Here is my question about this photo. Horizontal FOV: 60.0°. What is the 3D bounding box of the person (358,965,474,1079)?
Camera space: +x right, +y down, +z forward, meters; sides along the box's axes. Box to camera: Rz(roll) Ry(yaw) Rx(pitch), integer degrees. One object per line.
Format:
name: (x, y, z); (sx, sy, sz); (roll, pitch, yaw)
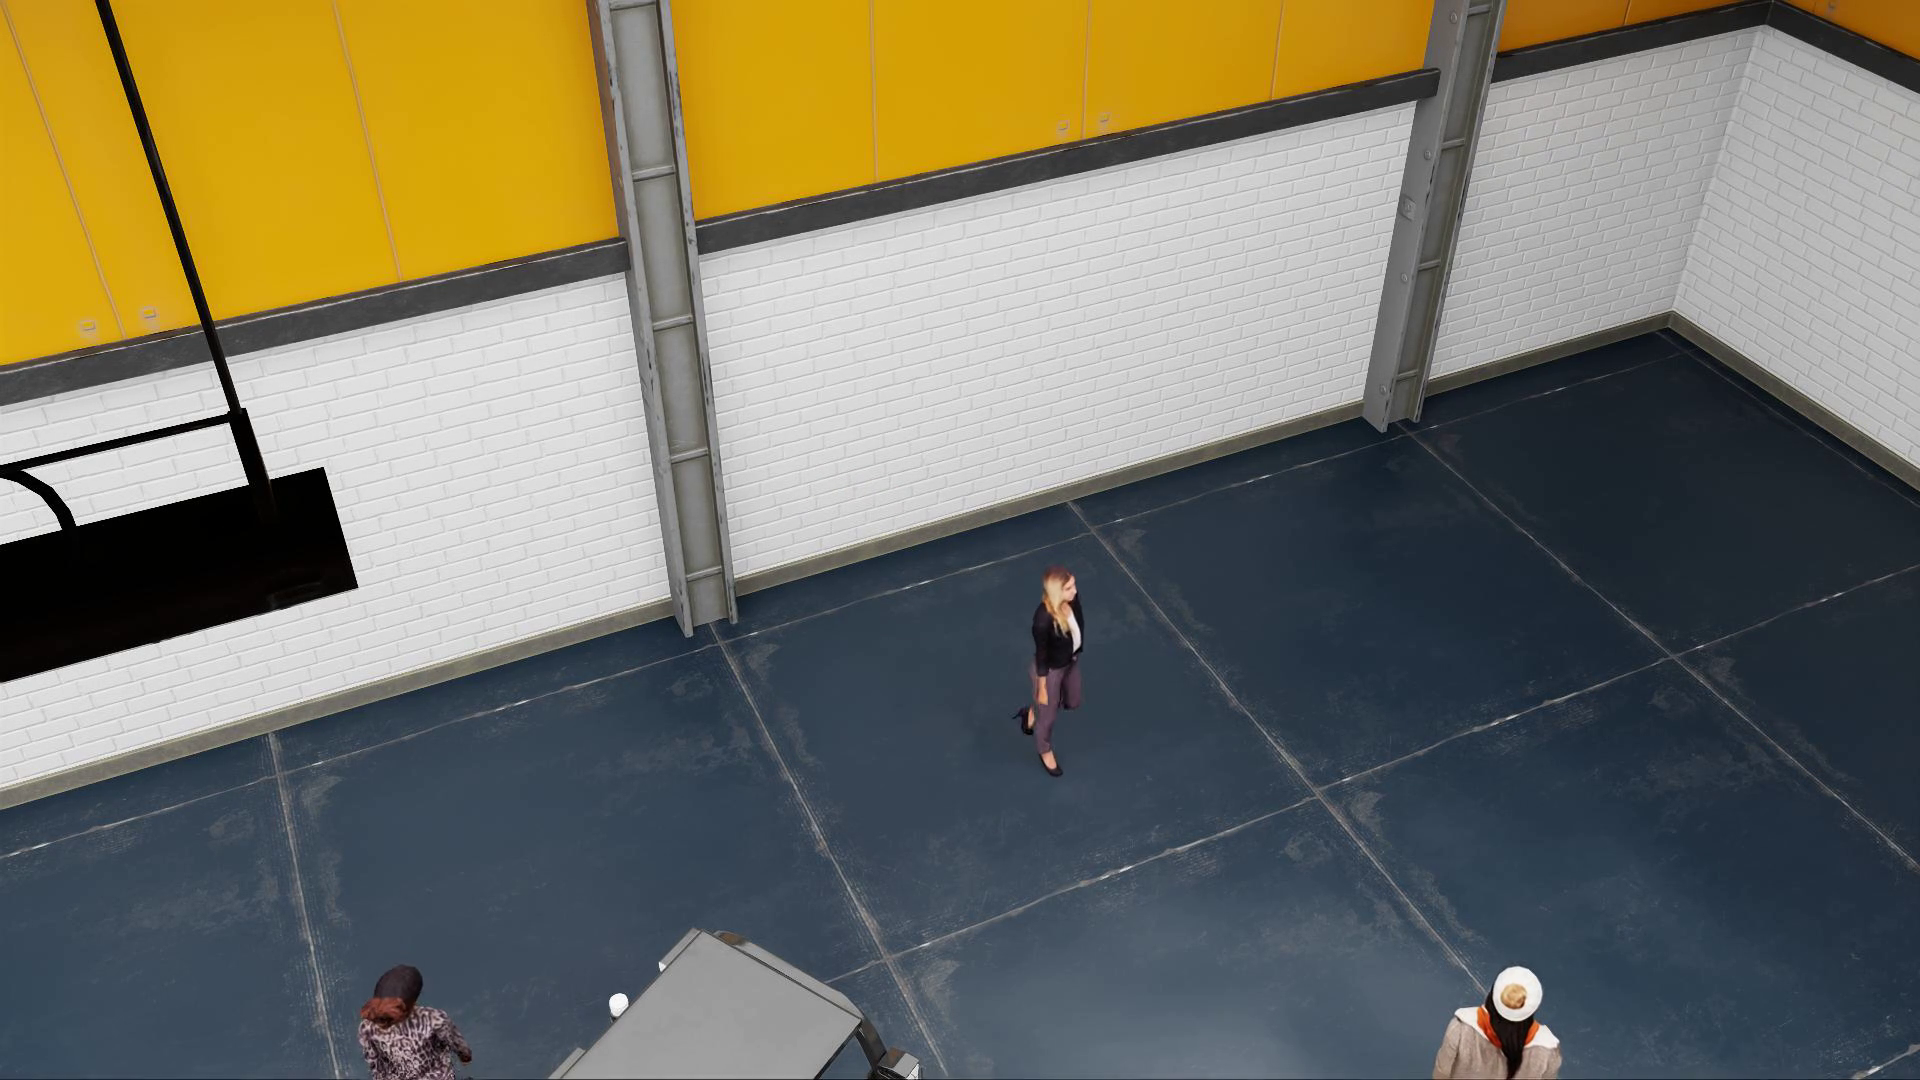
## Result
person: (-2.554, 2.721, 7.929); (1.212, 1.654, 1.001); (-1, 39, -1)

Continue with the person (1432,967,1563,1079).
person: (2.474, 2.638, 7.845); (0.819, 1.888, 0.879); (13, 40, 16)

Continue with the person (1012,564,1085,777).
person: (0.506, 0.791, 10.337); (0.827, 1.664, 0.785); (25, 45, 28)
